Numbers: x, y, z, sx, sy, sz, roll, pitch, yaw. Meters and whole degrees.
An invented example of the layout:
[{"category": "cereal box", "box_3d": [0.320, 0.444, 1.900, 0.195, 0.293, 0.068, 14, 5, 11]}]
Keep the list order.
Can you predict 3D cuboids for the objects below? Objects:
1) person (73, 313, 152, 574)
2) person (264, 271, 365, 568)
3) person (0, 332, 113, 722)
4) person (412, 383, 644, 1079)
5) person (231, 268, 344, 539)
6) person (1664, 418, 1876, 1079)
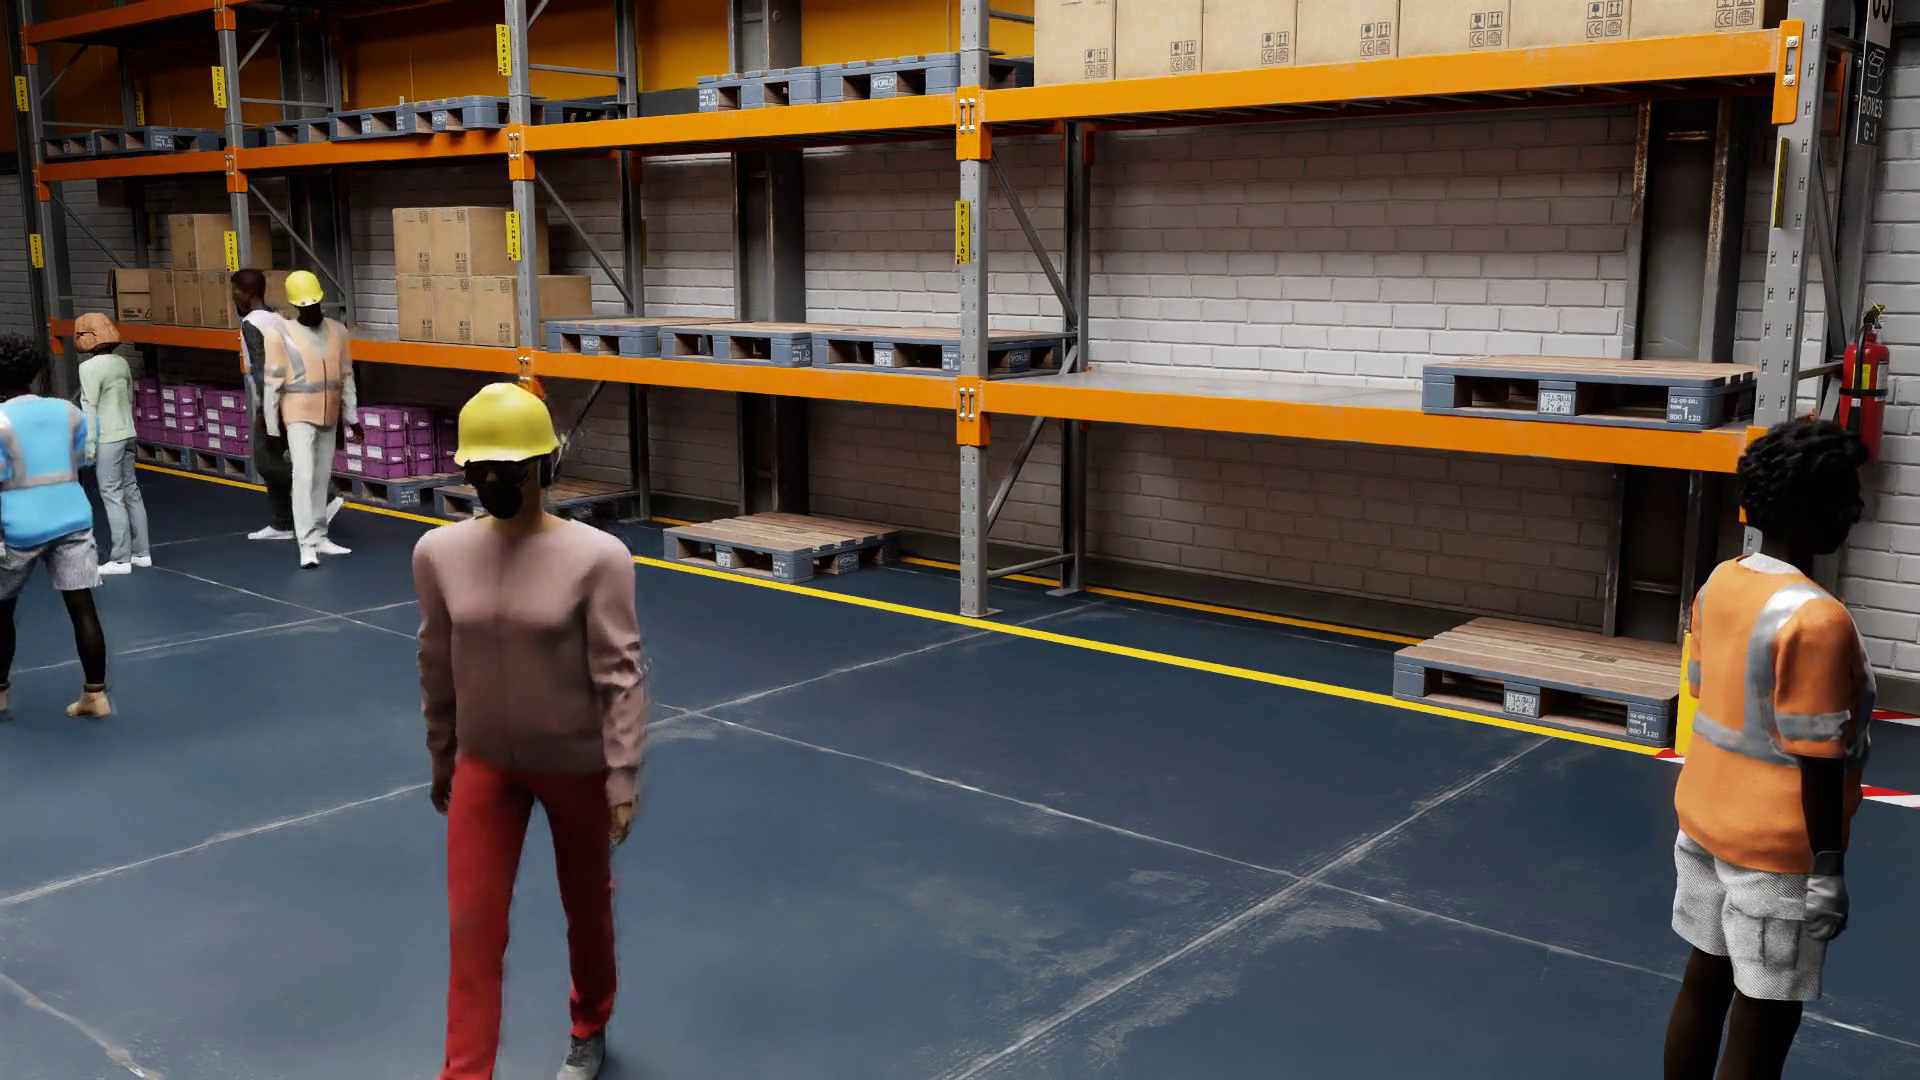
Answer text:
[{"category": "person", "box_3d": [-5.310, -0.600, 10.386, 0.294, 1.623, 0.495, 0, 10, 0]}, {"category": "person", "box_3d": [-4.158, -0.771, 10.671, 0.687, 1.881, 0.650, 6, 11, 30]}, {"category": "person", "box_3d": [-3.994, -0.046, 7.113, 0.777, 1.669, 0.552, 5, 11, 28]}, {"category": "person", "box_3d": [-0.974, 0.522, 3.688, 0.550, 1.718, 0.882, 1, 10, 4]}, {"category": "person", "box_3d": [-4.654, -0.923, 11.458, 0.598, 1.892, 0.618, -1, 10, -6]}, {"category": "person", "box_3d": [1.623, 0.600, 3.343, 0.318, 1.698, 0.533, 0, 10, 1]}]
